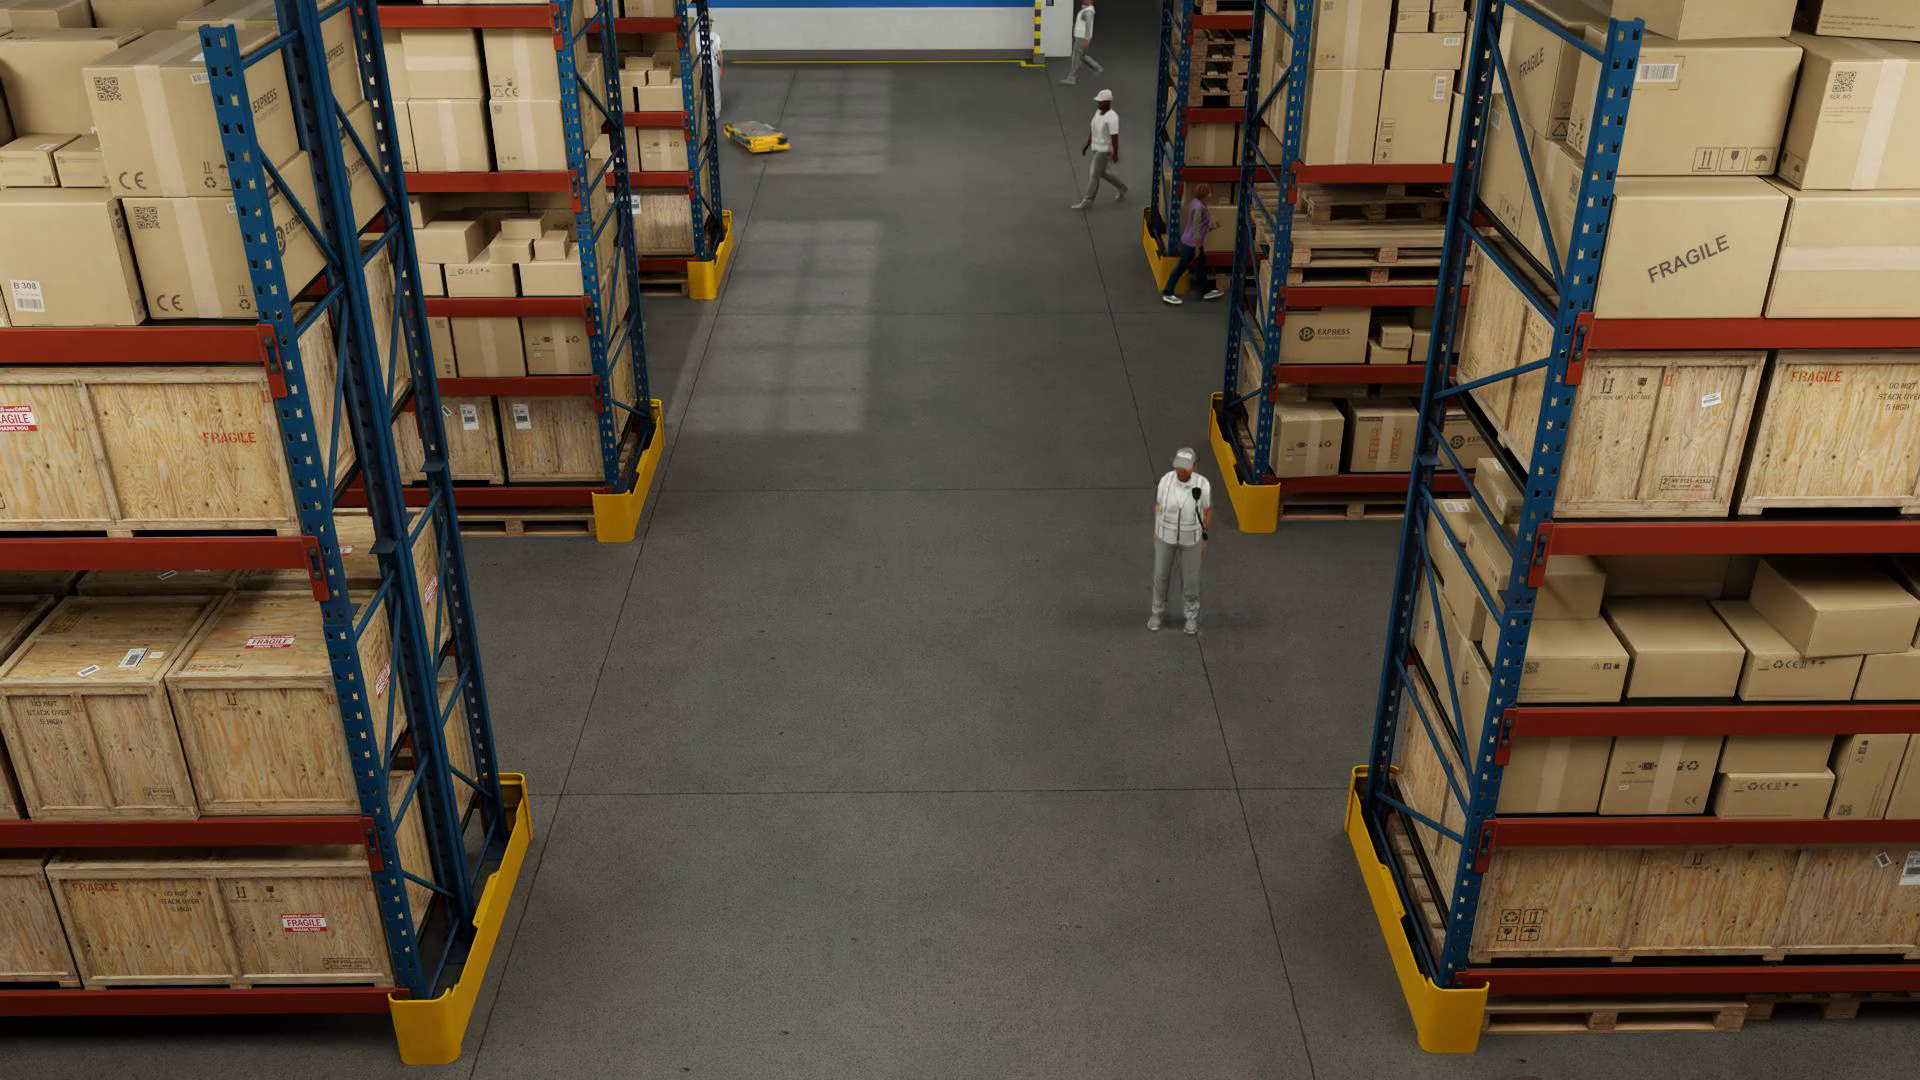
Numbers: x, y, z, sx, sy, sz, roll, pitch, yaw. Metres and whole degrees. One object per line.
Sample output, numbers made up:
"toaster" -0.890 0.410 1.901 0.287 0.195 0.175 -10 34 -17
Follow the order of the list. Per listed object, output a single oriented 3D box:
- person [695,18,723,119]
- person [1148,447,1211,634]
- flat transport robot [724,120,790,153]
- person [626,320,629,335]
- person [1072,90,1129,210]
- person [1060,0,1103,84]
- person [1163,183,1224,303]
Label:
"person" -4.444 -8.414 29.516 0.551 1.769 0.542 7 29 13
"person" 1.861 -0.012 14.036 0.466 1.666 0.388 7 29 12
"flat transport robot" -3.473 -6.865 28.319 0.659 0.254 1.431 -14 31 -24
"person" -4.300 -3.211 20.028 0.728 1.581 0.433 6 29 10
"person" 2.131 -5.826 24.760 0.966 1.742 0.570 -7 29 -14
"person" 2.354 -9.633 31.822 0.819 1.756 0.543 4 29 8
"person" 3.003 -3.768 21.092 0.784 1.557 0.447 5 29 9
